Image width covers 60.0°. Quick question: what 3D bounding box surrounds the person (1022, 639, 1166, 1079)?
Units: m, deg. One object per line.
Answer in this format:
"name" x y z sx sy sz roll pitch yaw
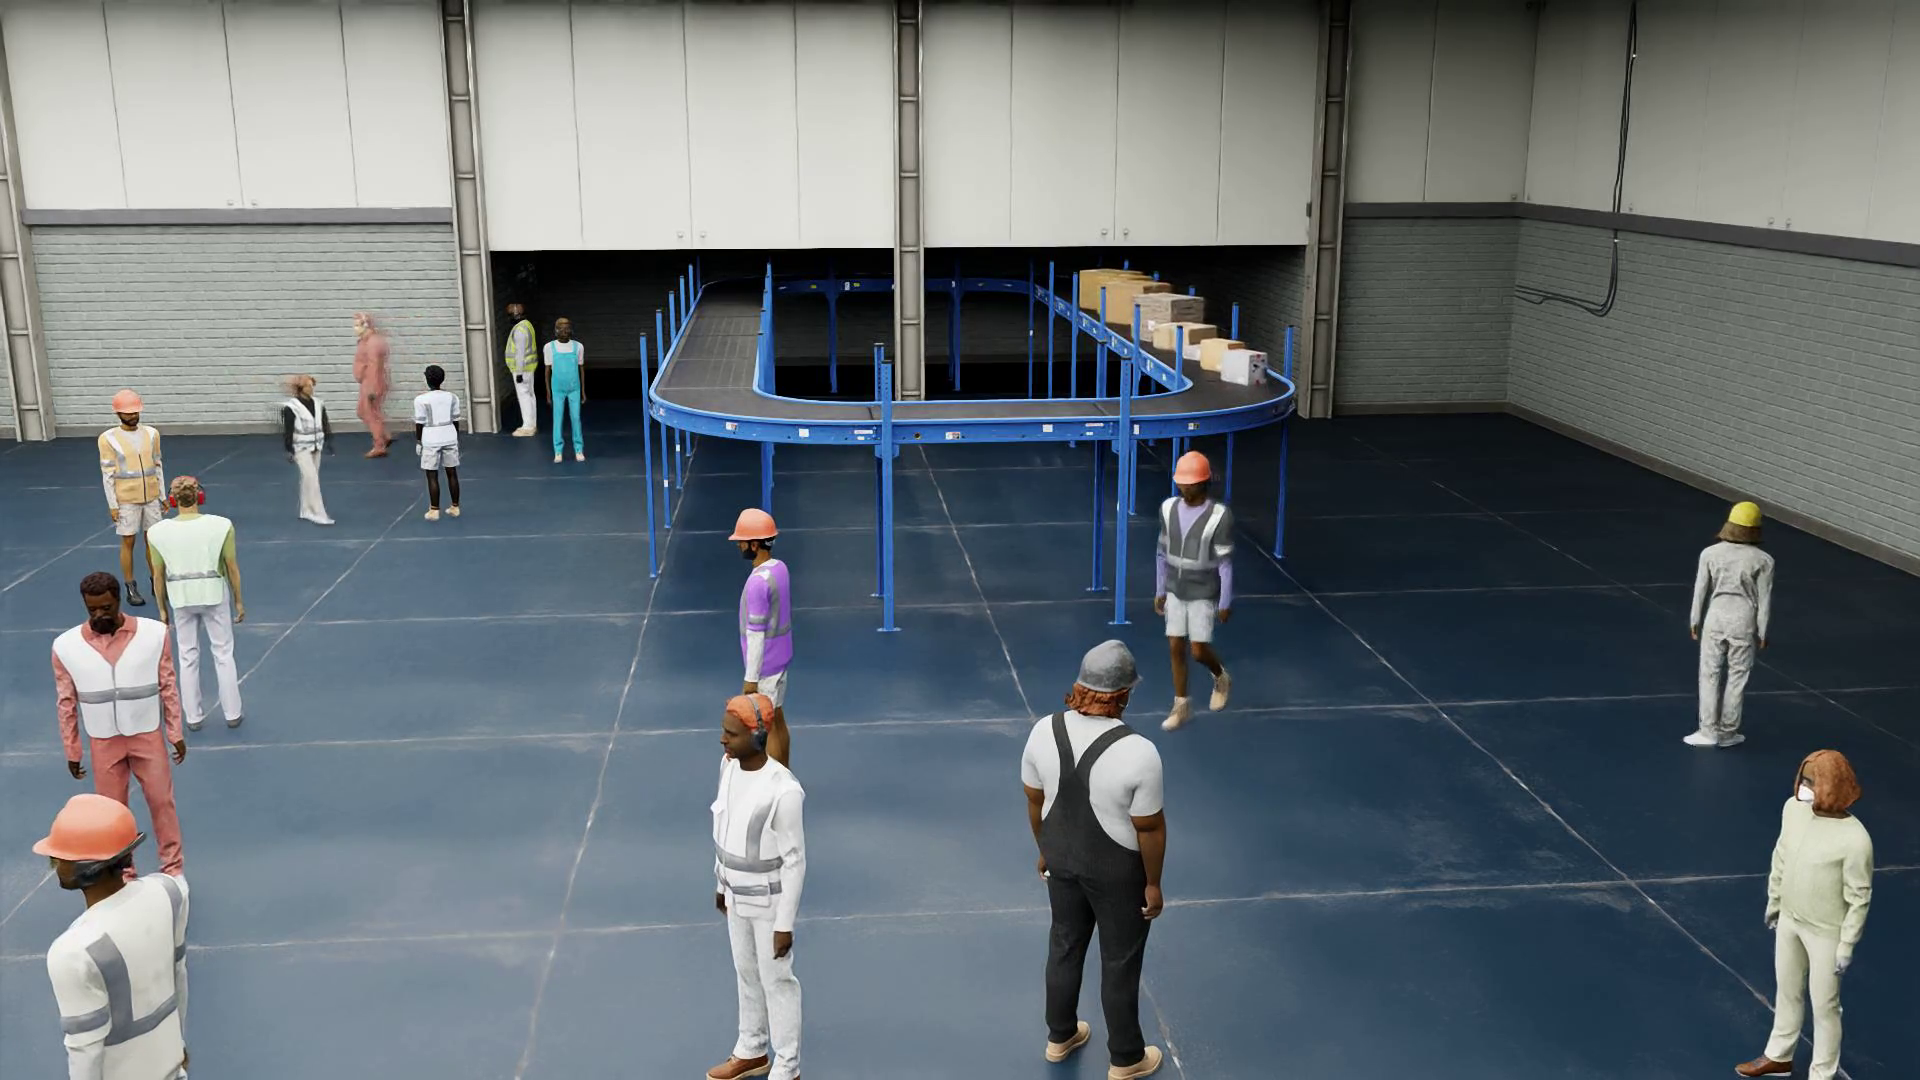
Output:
"person" 0.654 1.418 7.480 0.689 2.000 0.538 11 18 36

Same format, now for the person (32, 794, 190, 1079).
"person" -2.897 1.841 5.773 0.362 2.048 0.613 2 14 7

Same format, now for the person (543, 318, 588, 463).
"person" -5.007 -1.899 21.171 0.530 1.841 0.348 -5 15 -19

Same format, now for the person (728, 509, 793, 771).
"person" -1.240 0.753 10.383 0.378 1.930 0.538 2 14 8

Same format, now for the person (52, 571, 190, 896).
"person" -4.583 1.078 9.118 0.599 1.907 0.400 -6 15 -24

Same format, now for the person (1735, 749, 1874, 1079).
"person" 3.704 1.685 7.239 0.277 1.632 0.502 -3 14 -13

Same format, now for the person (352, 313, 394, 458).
"person" -7.617 -1.987 21.412 0.425 1.884 0.660 -5 15 -21

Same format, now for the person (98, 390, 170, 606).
"person" -7.366 -0.386 14.908 0.358 1.937 0.549 10 17 34

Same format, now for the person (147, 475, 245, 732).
"person" -5.366 0.461 11.732 0.562 1.836 0.395 -4 15 -17

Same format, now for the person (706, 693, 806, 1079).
"person" -0.887 1.562 7.225 0.355 1.883 0.573 -11 18 -37

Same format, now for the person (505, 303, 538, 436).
"person" -6.065 -2.359 23.019 0.429 1.839 0.628 -1 14 -5

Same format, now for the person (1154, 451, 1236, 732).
"person" 1.674 0.348 11.808 0.607 2.027 0.557 12 18 40

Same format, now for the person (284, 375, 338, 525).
"person" -6.916 -0.962 17.857 0.747 1.611 0.538 7 15 25

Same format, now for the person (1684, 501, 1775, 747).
"person" 5.272 0.593 11.423 0.505 1.728 0.445 14 19 43

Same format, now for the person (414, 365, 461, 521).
"person" -5.670 -1.058 18.110 0.319 1.690 0.535 13 19 42
